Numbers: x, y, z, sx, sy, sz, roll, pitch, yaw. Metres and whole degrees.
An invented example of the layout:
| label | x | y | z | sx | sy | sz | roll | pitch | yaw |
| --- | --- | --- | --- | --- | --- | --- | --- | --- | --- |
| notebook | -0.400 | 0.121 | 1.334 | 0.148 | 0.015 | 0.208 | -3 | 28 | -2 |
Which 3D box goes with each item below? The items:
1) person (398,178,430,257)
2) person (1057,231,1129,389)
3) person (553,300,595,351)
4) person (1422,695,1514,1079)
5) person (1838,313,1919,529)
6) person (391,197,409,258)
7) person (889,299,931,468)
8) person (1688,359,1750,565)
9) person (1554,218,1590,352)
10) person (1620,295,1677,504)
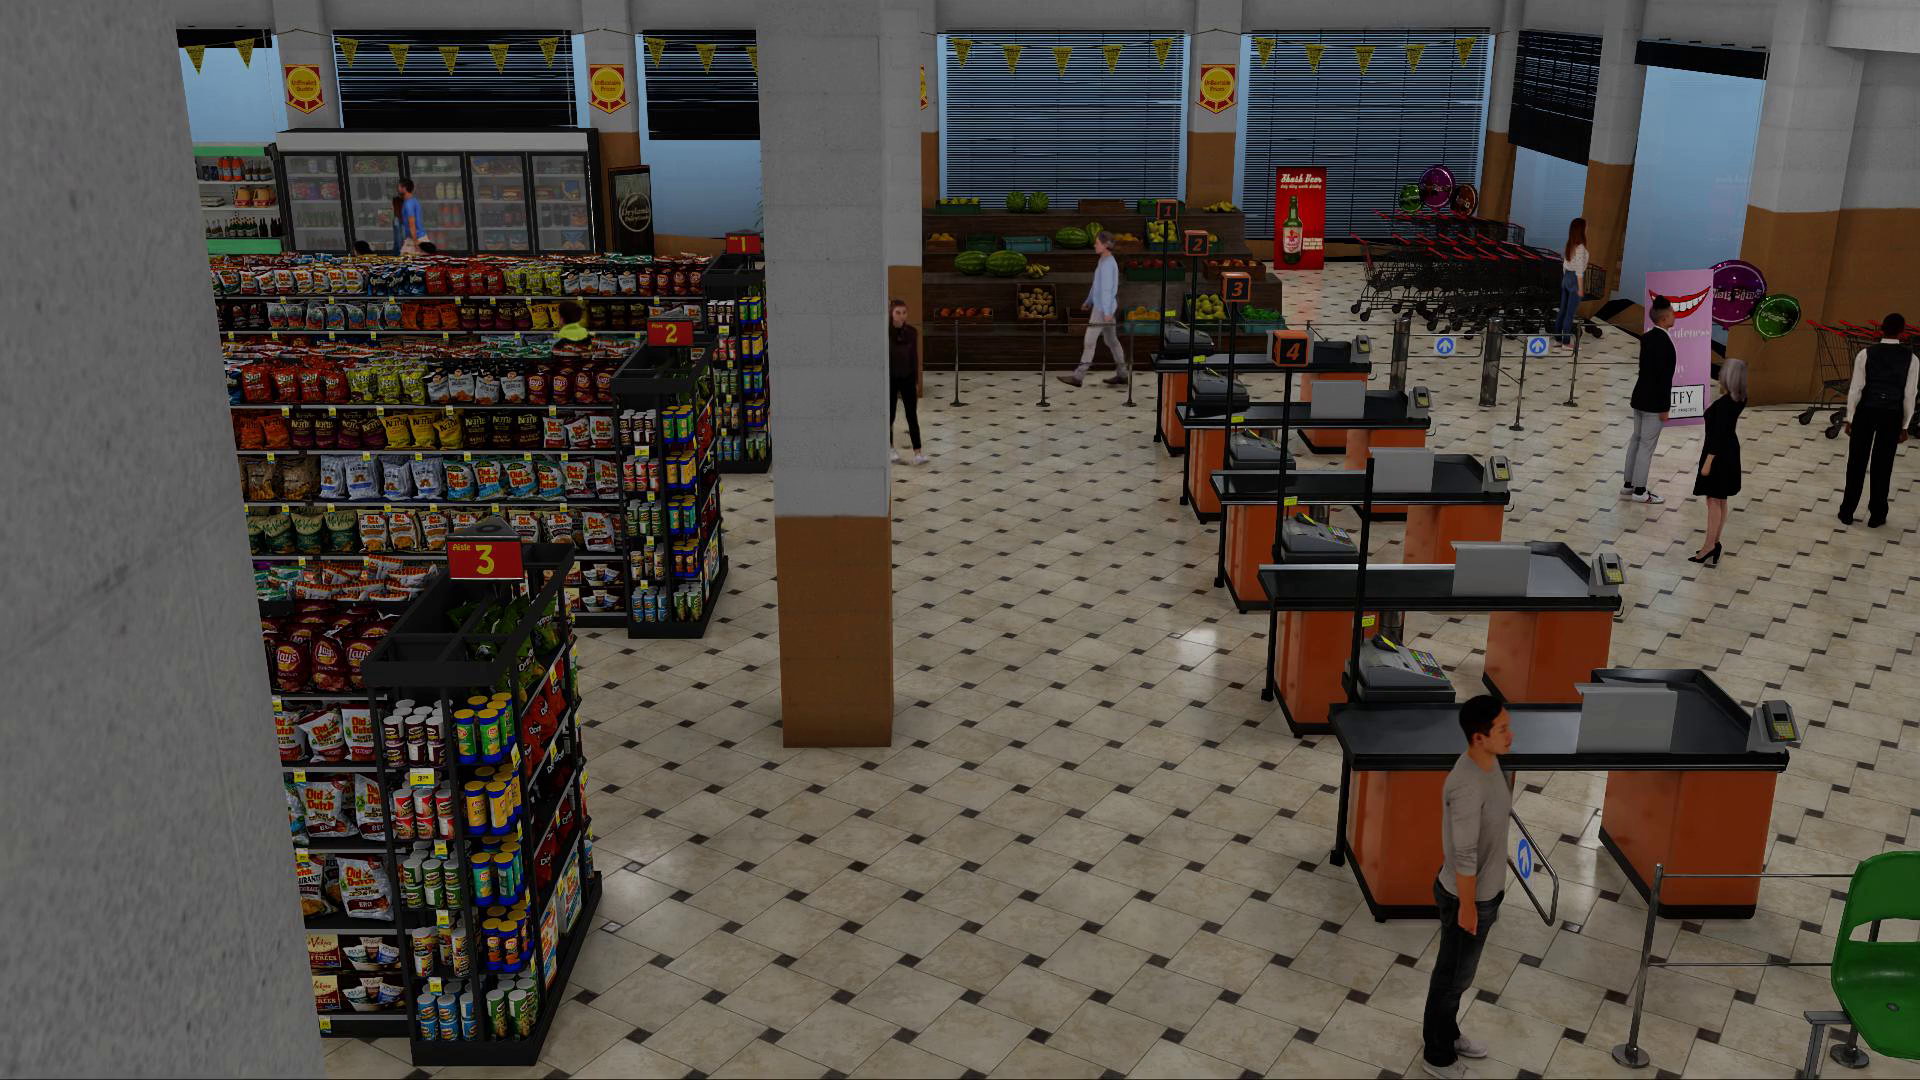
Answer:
| label | x | y | z | sx | sy | sz | roll | pitch | yaw |
| --- | --- | --- | --- | --- | --- | --- | --- | --- | --- |
| person | -8.154 | -4.546 | 25.264 | 1.249 | 1.828 | 0.653 | 0 | 19 | 0 |
| person | 1.793 | -2.727 | 19.824 | 1.118 | 1.858 | 0.763 | 2 | 19 | 7 |
| person | -3.369 | -1.149 | 15.018 | 1.307 | 1.939 | 1.164 | 12 | 22 | 31 |
| person | 2.221 | 1.518 | 7.308 | 0.694 | 1.812 | 0.721 | 8 | 20 | 23 |
| person | 8.174 | -1.070 | 14.815 | 0.703 | 1.919 | 0.836 | 10 | 21 | 27 |
| person | -8.659 | -4.624 | 26.079 | 1.013 | 1.456 | 0.669 | 3 | 19 | 9 |
| person | -0.658 | -1.586 | 16.735 | 1.047 | 1.670 | 0.970 | -9 | 20 | -24 |
| person | 6.333 | -0.663 | 13.876 | 0.749 | 1.747 | 0.698 | 16 | 24 | 39 |
| person | 8.090 | -3.390 | 21.993 | 0.518 | 1.728 | 0.583 | -1 | 19 | -4 |
| person | 6.456 | -1.332 | 15.542 | 0.567 | 1.950 | 0.687 | 0 | 19 | 0 |
